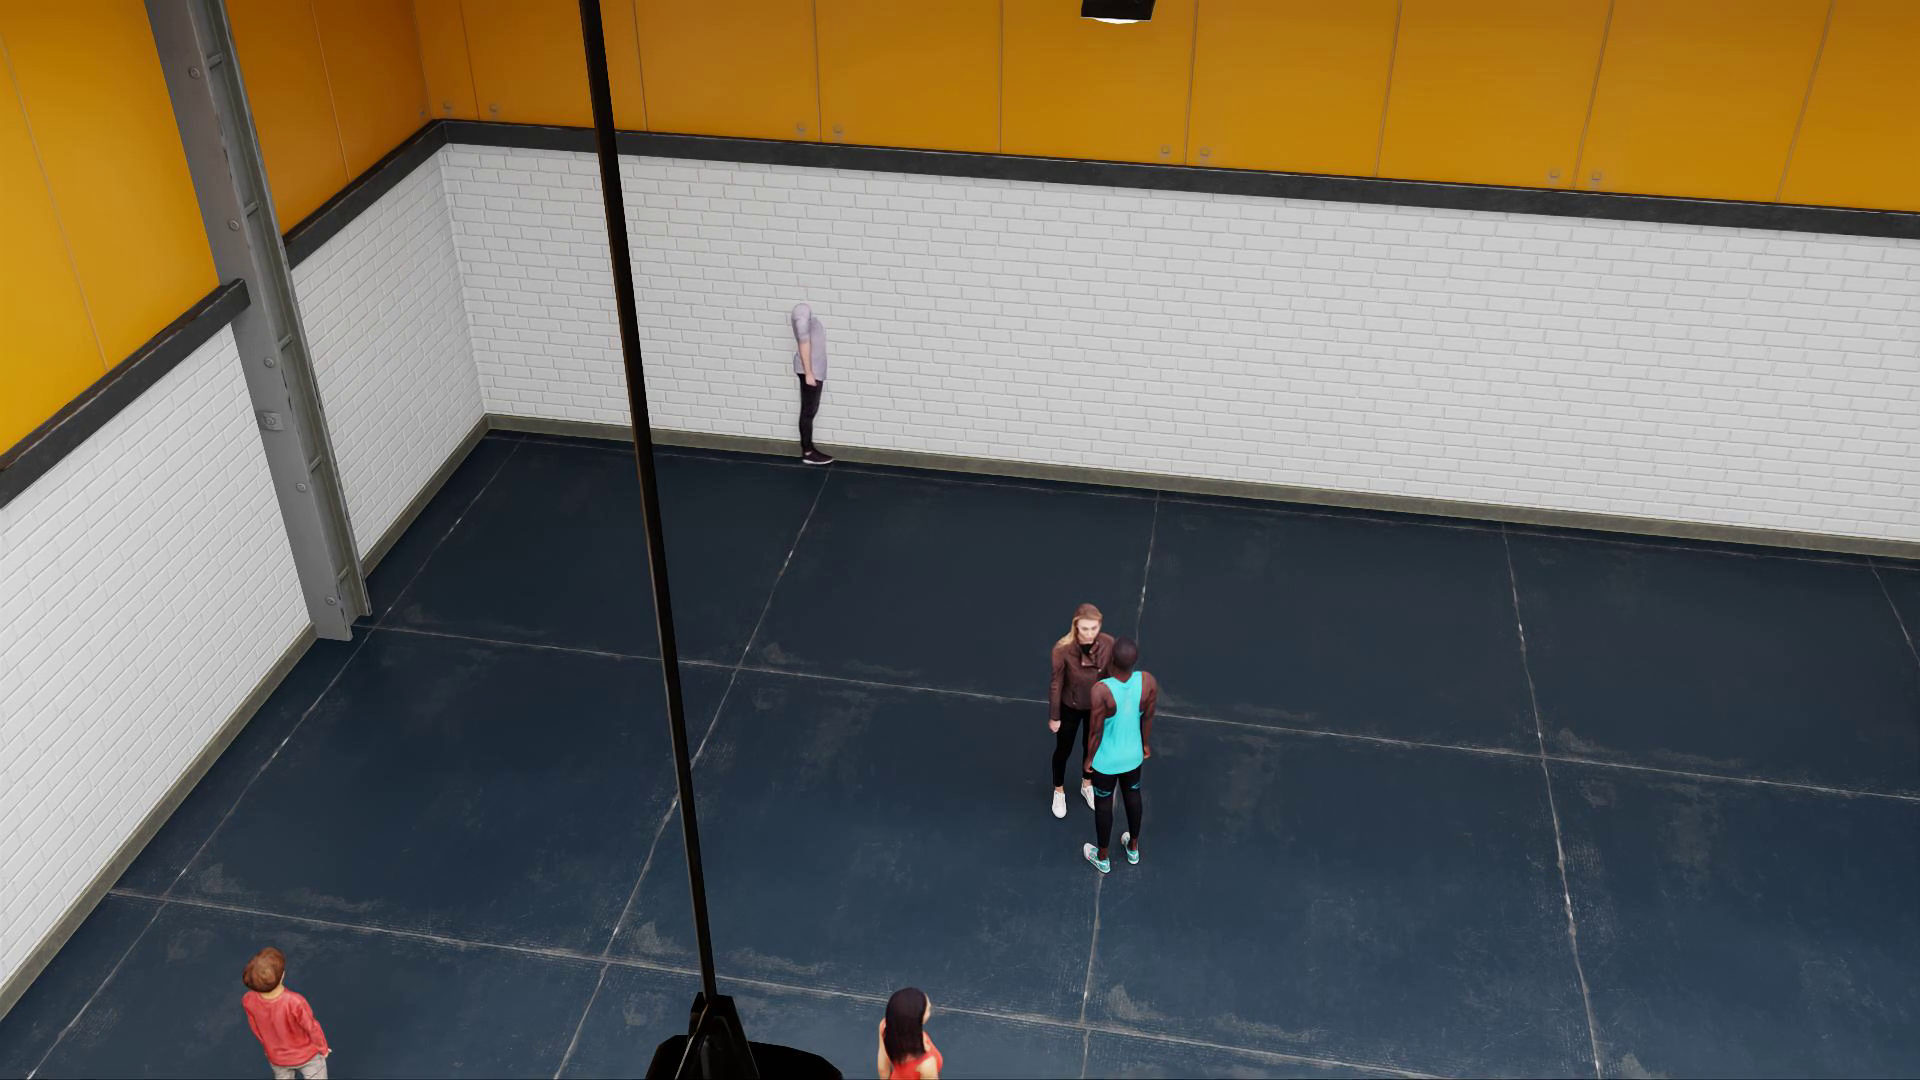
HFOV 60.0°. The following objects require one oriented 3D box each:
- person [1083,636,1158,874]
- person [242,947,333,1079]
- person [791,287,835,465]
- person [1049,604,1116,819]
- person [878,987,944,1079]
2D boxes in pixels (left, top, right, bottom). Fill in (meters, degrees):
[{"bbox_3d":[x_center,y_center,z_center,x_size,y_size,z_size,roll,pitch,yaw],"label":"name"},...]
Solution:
[{"bbox_3d":[1.007,1.366,10.615,0.687,1.811,0.683,-11,35,-16],"label":"person"},{"bbox_3d":[-3.586,2.726,8.925,0.540,1.417,0.526,2,34,2],"label":"person"},{"bbox_3d":[-1.349,-1.581,15.026,0.749,1.837,0.556,2,34,2],"label":"person"},{"bbox_3d":[0.815,1.112,11.094,0.673,1.703,0.638,-8,34,-11],"label":"person"},{"bbox_3d":[-0.242,2.887,8.411,0.715,1.718,0.673,-26,42,-33],"label":"person"}]
